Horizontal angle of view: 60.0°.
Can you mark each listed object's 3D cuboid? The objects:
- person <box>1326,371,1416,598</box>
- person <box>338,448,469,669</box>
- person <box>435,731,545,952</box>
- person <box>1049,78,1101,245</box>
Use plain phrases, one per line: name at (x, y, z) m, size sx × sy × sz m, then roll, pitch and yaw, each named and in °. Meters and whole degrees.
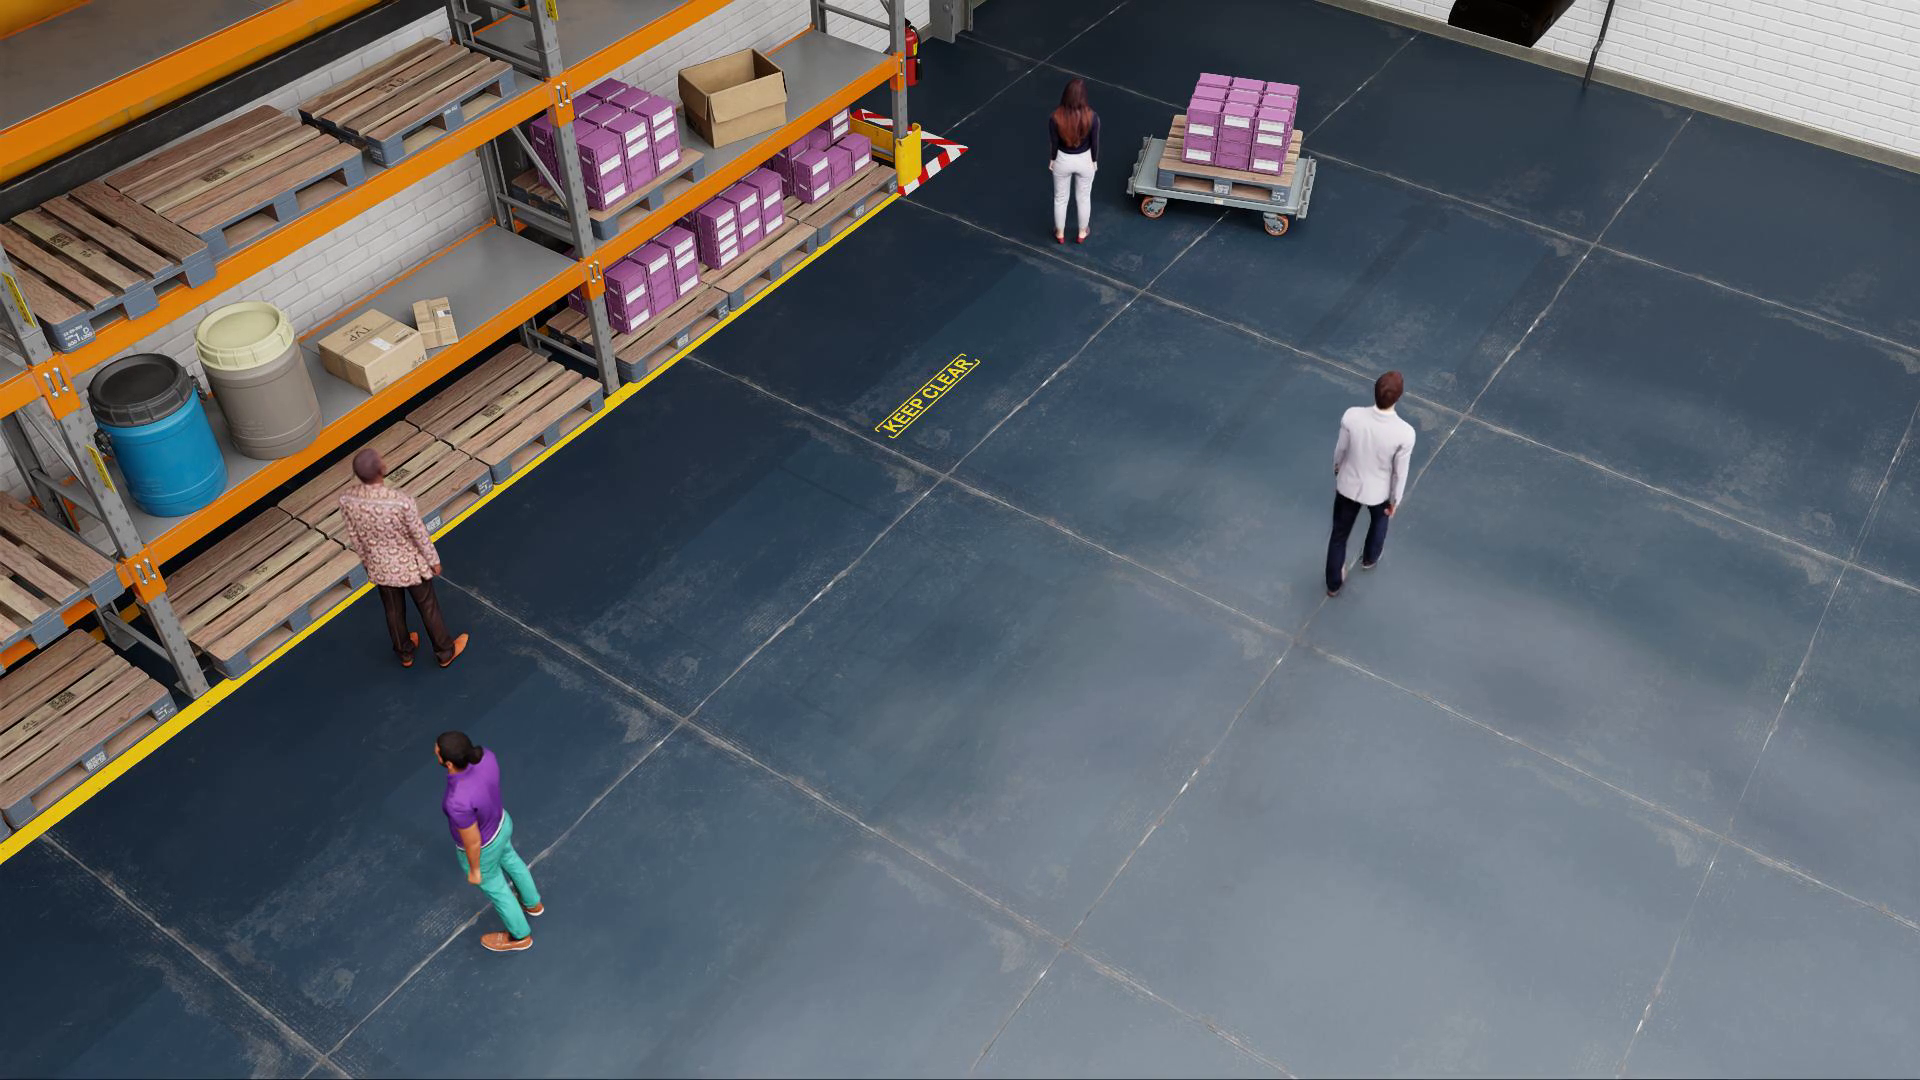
person at (2.728, -0.320, 11.337) m, size 0.775 × 1.831 × 0.928 m, roll 16°, pitch 46°, yaw 17°
person at (-3.677, 0.140, 10.871) m, size 0.782 × 1.808 × 0.769 m, roll 4°, pitch 44°, yaw 5°
person at (-2.644, 1.667, 9.297) m, size 0.767 × 1.767 × 0.639 m, roll 4°, pitch 44°, yaw 5°
person at (1.001, -3.337, 14.665) m, size 0.687 × 1.608 × 0.710 m, roll 2°, pitch 44°, yaw 2°
